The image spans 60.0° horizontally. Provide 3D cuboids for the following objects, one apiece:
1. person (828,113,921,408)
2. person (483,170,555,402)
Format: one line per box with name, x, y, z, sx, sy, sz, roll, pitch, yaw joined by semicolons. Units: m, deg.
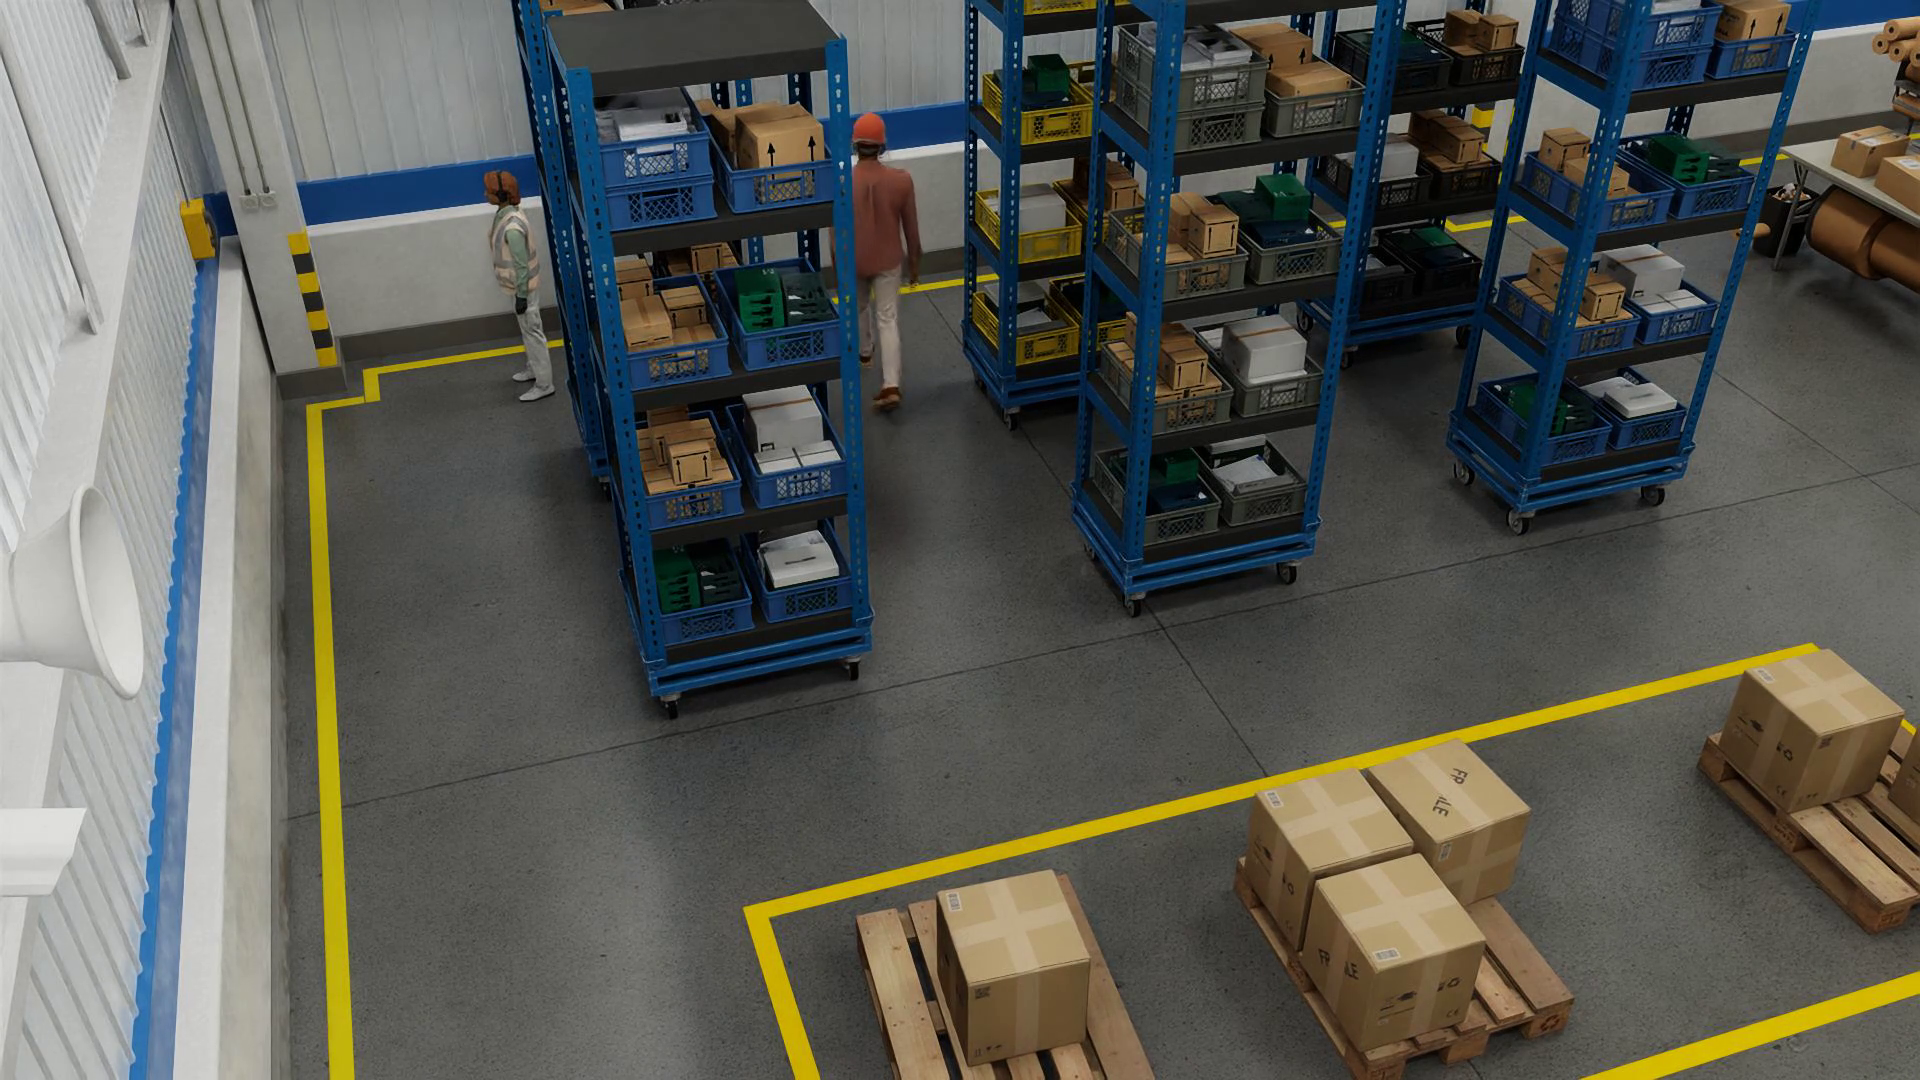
person;-0.568;-1.883;11.277;0.627;1.942;1.051;-4;35;-6
person;-2.999;-1.736;11.313;0.305;1.639;0.522;-11;37;-16
